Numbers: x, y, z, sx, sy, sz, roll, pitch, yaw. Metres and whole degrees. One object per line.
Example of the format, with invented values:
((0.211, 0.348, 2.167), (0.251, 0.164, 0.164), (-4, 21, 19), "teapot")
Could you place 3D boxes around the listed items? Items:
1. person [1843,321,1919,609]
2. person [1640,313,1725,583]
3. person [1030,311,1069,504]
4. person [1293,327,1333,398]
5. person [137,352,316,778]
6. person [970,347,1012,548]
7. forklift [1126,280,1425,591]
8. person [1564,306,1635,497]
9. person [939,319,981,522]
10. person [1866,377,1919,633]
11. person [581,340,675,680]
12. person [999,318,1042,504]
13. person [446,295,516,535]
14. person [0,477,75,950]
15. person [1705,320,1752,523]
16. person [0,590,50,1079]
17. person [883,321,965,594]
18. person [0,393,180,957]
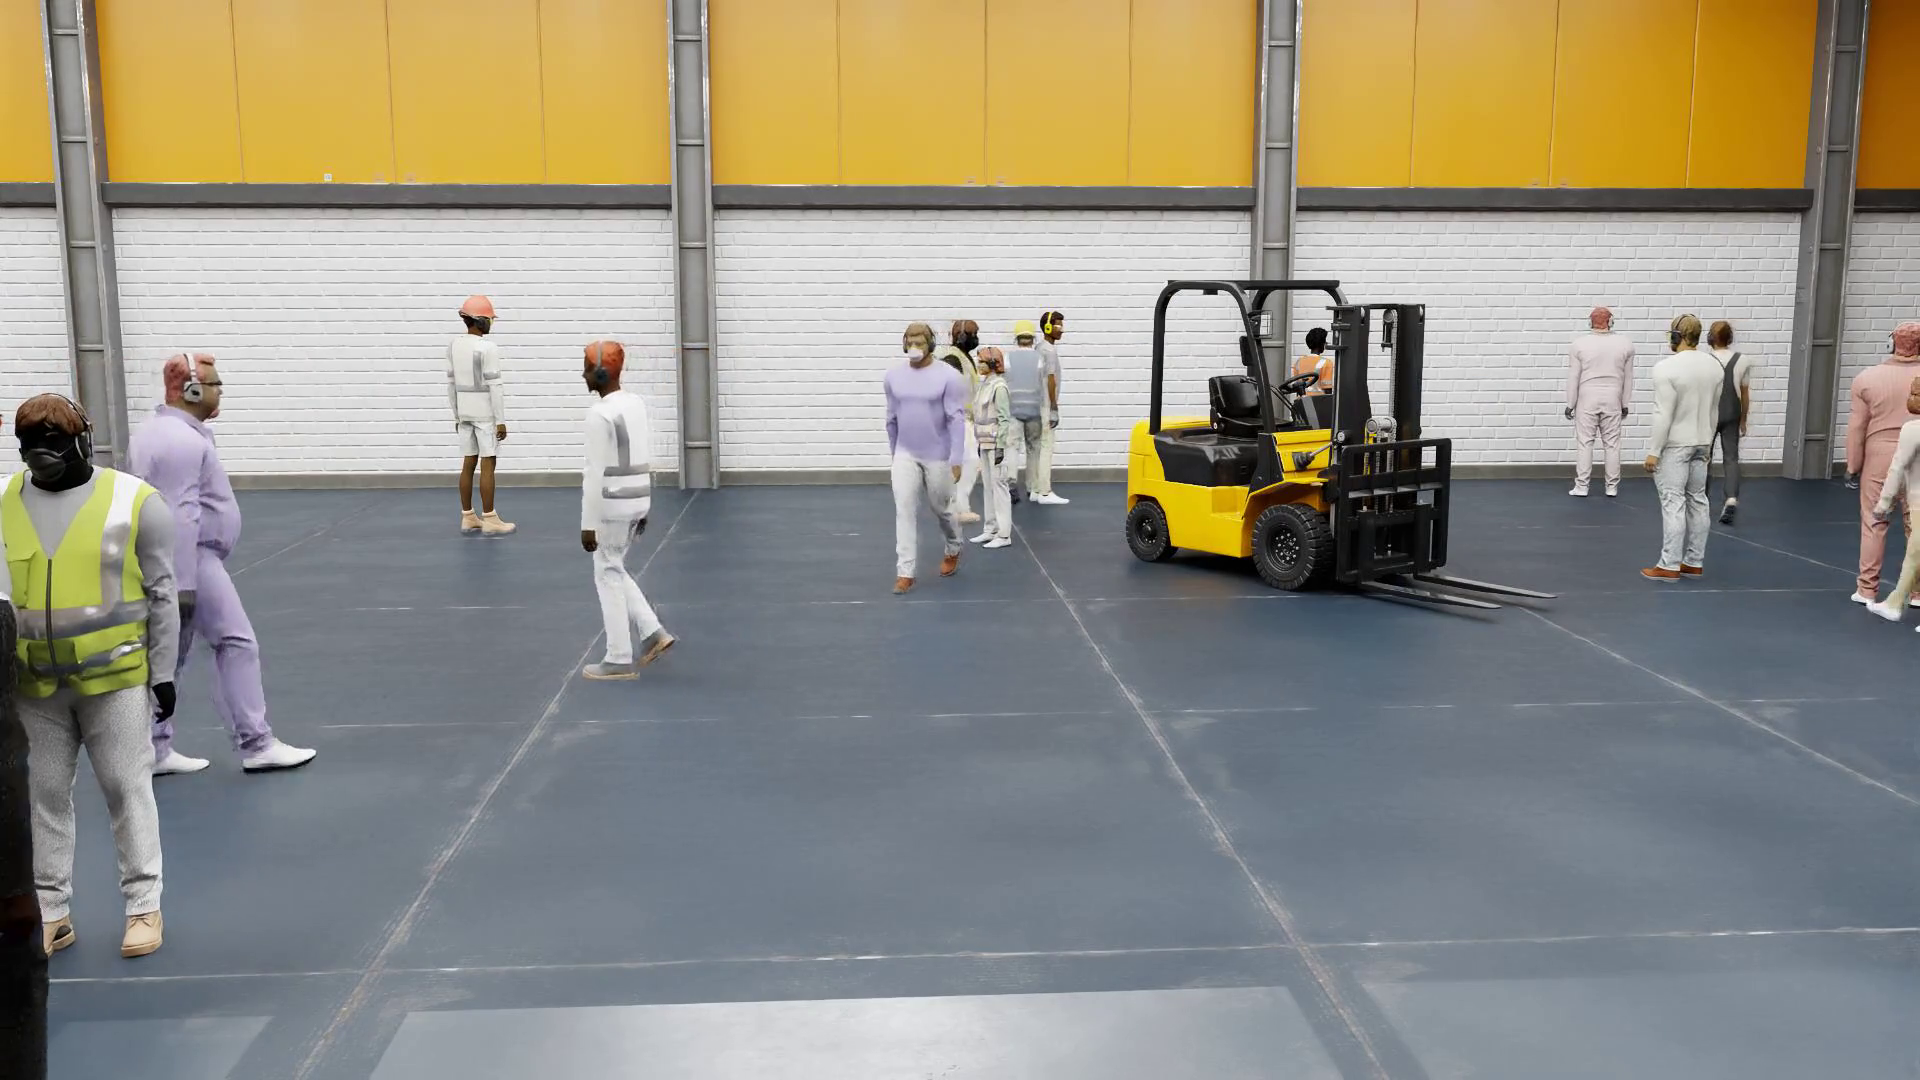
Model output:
((6.254, -0.496, 11.090), (0.642, 1.910, 0.401), (4, 10, 24), "person")
((5.204, -0.658, 12.009), (0.629, 1.940, 0.376), (-4, 10, -25), "person")
((0.855, -1.284, 16.176), (0.331, 1.866, 0.513), (-2, 9, -14), "person")
((3.576, -1.301, 16.828), (0.320, 1.694, 0.532), (-5, 10, -28), "person")
((-3.290, 0.117, 7.345), (0.854, 1.869, 0.672), (-6, 11, -32), "person")
((0.263, -0.752, 13.538), (0.312, 1.639, 0.518), (-3, 9, -17), "person")
((2.301, -0.860, 12.475), (1.214, 2.155, 2.313), (-6, 11, -35), "forklift")
((6.355, -1.368, 16.584), (0.642, 1.905, 0.401), (1, 9, 6), "person")
((0.061, -1.056, 14.852), (0.534, 1.823, 0.661), (2, 9, 13), "person")
((5.940, -0.230, 10.357), (0.510, 1.598, 0.783), (-4, 10, -24), "person")
((-1.886, -0.153, 9.059), (0.427, 1.865, 0.599), (2, 9, 14), "person")
((0.615, -1.250, 16.156), (0.603, 1.811, 0.783), (0, 9, 3), "person")
((-4.099, -1.066, 14.245), (0.616, 2.041, 0.378), (6, 11, 34), "person")
((-3.094, 0.411, 5.217), (0.366, 1.963, 0.603), (-1, 9, -3), "person")
((6.846, -1.067, 14.965), (0.524, 1.822, 0.867), (2, 9, 13), "person")
((-2.340, 0.696, 3.687), (0.636, 1.887, 0.666), (4, 10, 21), "person")
((-0.232, -0.614, 11.862), (0.634, 1.905, 0.972), (3, 10, 19), "person")
((-2.863, 0.447, 5.376), (0.633, 1.843, 0.429), (-2, 9, -12), "person")
